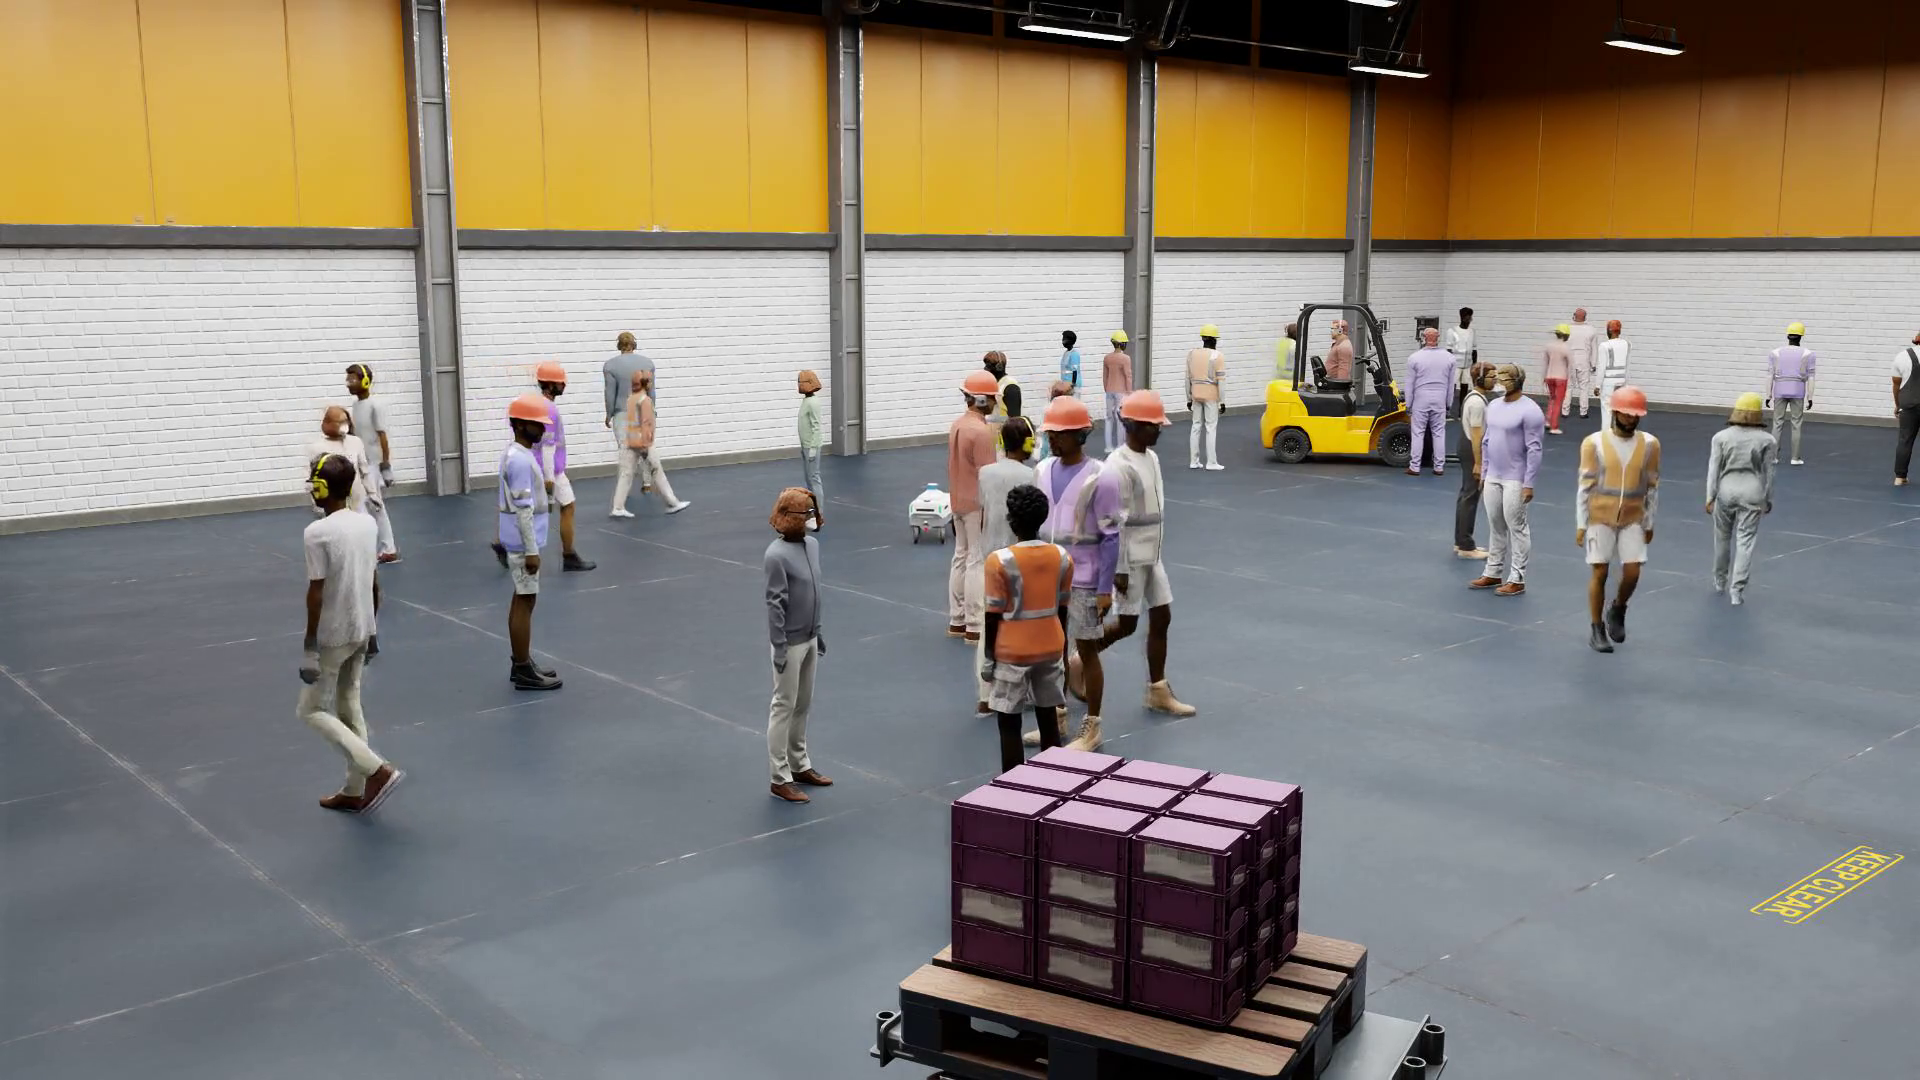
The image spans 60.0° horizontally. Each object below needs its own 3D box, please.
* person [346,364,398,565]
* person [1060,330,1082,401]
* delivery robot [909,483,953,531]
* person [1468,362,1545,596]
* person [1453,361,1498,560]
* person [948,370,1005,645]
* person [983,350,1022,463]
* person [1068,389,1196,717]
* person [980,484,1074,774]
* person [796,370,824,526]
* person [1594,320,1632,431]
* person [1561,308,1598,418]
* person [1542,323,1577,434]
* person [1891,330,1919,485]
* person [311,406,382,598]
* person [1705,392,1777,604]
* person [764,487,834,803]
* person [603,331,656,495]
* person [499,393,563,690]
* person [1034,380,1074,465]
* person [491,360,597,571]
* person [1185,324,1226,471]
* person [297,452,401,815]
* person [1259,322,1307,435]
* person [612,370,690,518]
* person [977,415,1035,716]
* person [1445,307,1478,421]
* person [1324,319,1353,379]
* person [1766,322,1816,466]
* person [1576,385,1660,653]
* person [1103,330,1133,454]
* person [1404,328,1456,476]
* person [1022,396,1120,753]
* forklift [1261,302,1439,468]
[{"bbox_3d":[-5.412,-0.661,15.014,0.675,1.848,0.534,-8,12,-38],"label":"person"},{"bbox_3d":[1.695,-2.363,25.454,0.321,1.691,0.537,-2,10,-13],"label":"person"},{"bbox_3d":[-0.274,-0.320,16.526,0.477,0.478,0.707,2,10,11],"label":"delivery robot"},{"bbox_3d":[4.560,-0.505,13.837,0.375,1.940,0.627,-4,10,-21],"label":"person"},{"bbox_3d":[4.809,-0.745,15.517,0.345,1.845,0.505,2,10,11],"label":"person"},{"bbox_3d":[0.124,-0.239,12.127,0.400,1.989,0.623,-4,10,-22],"label":"person"},{"bbox_3d":[0.378,-1.045,17.289,0.430,1.843,0.626,-5,11,-29],"label":"person"},{"bbox_3d":[1.033,0.081,10.197,0.851,2.017,0.623,6,11,30],"label":"person"},{"bbox_3d":[0.335,0.566,8.304,0.532,1.689,0.321,-7,12,-35],"label":"person"},{"bbox_3d":[-1.577,-0.957,17.375,0.274,1.632,0.507,-3,10,-17],"label":"person"},{"bbox_3d":[9.596,-2.297,24.493,0.575,1.885,0.355,-4,10,-22],"label":"person"},{"bbox_3d":[10.734,-3.065,28.915,0.652,1.909,0.409,4,10,22],"label":"person"},{"bbox_3d":[9.484,-2.540,26.278,0.426,1.749,0.560,-6,12,-33],"label":"person"},{"bbox_3d":[11.787,-1.665,20.335,0.535,2.000,0.674,-8,13,-39],"label":"person"},{"bbox_3d":[-5.133,-0.326,13.804,0.844,1.592,0.514,5,11,25],"label":"person"},{"bbox_3d":[6.432,-0.362,13.698,0.510,1.700,0.863,5,11,26],"label":"person"},{"bbox_3d":[-0.847,0.532,8.660,0.276,1.633,0.507,4,10,20],"label":"person"},{"bbox_3d":[-3.893,-1.490,19.627,0.627,1.934,0.370,-5,11,-26],"label":"person"},{"bbox_3d":[-2.811,0.009,10.853,0.376,1.932,0.543,-3,10,-17],"label":"person"},{"bbox_3d":[0.862,-0.809,16.661,0.603,1.589,0.519,2,10,11],"label":"person"},{"bbox_3d":[-3.716,-0.641,14.740,0.822,1.912,0.553,-5,11,-26],"label":"person"},{"bbox_3d":[3.249,-1.877,21.909,0.594,1.923,0.371,8,13,40],"label":"person"},{"bbox_3d":[-3.068,0.490,8.267,0.458,1.854,0.561,3,10,16],"label":"person"},{"bbox_3d":[4.903,-2.351,24.978,0.668,1.828,0.631,-3,10,-18],"label":"person"},{"bbox_3d":[-3.385,-1.036,17.931,0.878,1.587,0.538,-7,12,-34],"label":"person"},{"bbox_3d":[0.339,0.151,10.325,0.510,1.830,0.777,6,11,30],"label":"person"},{"bbox_3d":[8.574,-3.003,28.432,0.620,1.950,0.399,-2,10,-12],"label":"person"},{"bbox_3d":[5.431,-2.216,23.956,0.408,1.908,0.642,1,10,8],"label":"person"},{"bbox_3d":[11.192,-1.967,22.433,0.591,1.925,0.385,6,12,33],"label":"person"},{"bbox_3d":[4.659,-0.147,11.804,0.563,1.917,0.449,2,10,9],"label":"person"},{"bbox_3d":[2.246,-2.078,23.557,0.312,1.768,0.522,-9,13,-41],"label":"person"},{"bbox_3d":[6.013,-1.770,21.374,0.642,1.899,0.404,0,10,-2],"label":"person"},{"bbox_3d":[0.602,0.207,9.368,0.391,2.040,0.614,-9,13,-44],"label":"person"},{"bbox_3d":[5.320,-2.157,22.763,2.313,2.155,1.214,3,10,16],"label":"forklift"}]
